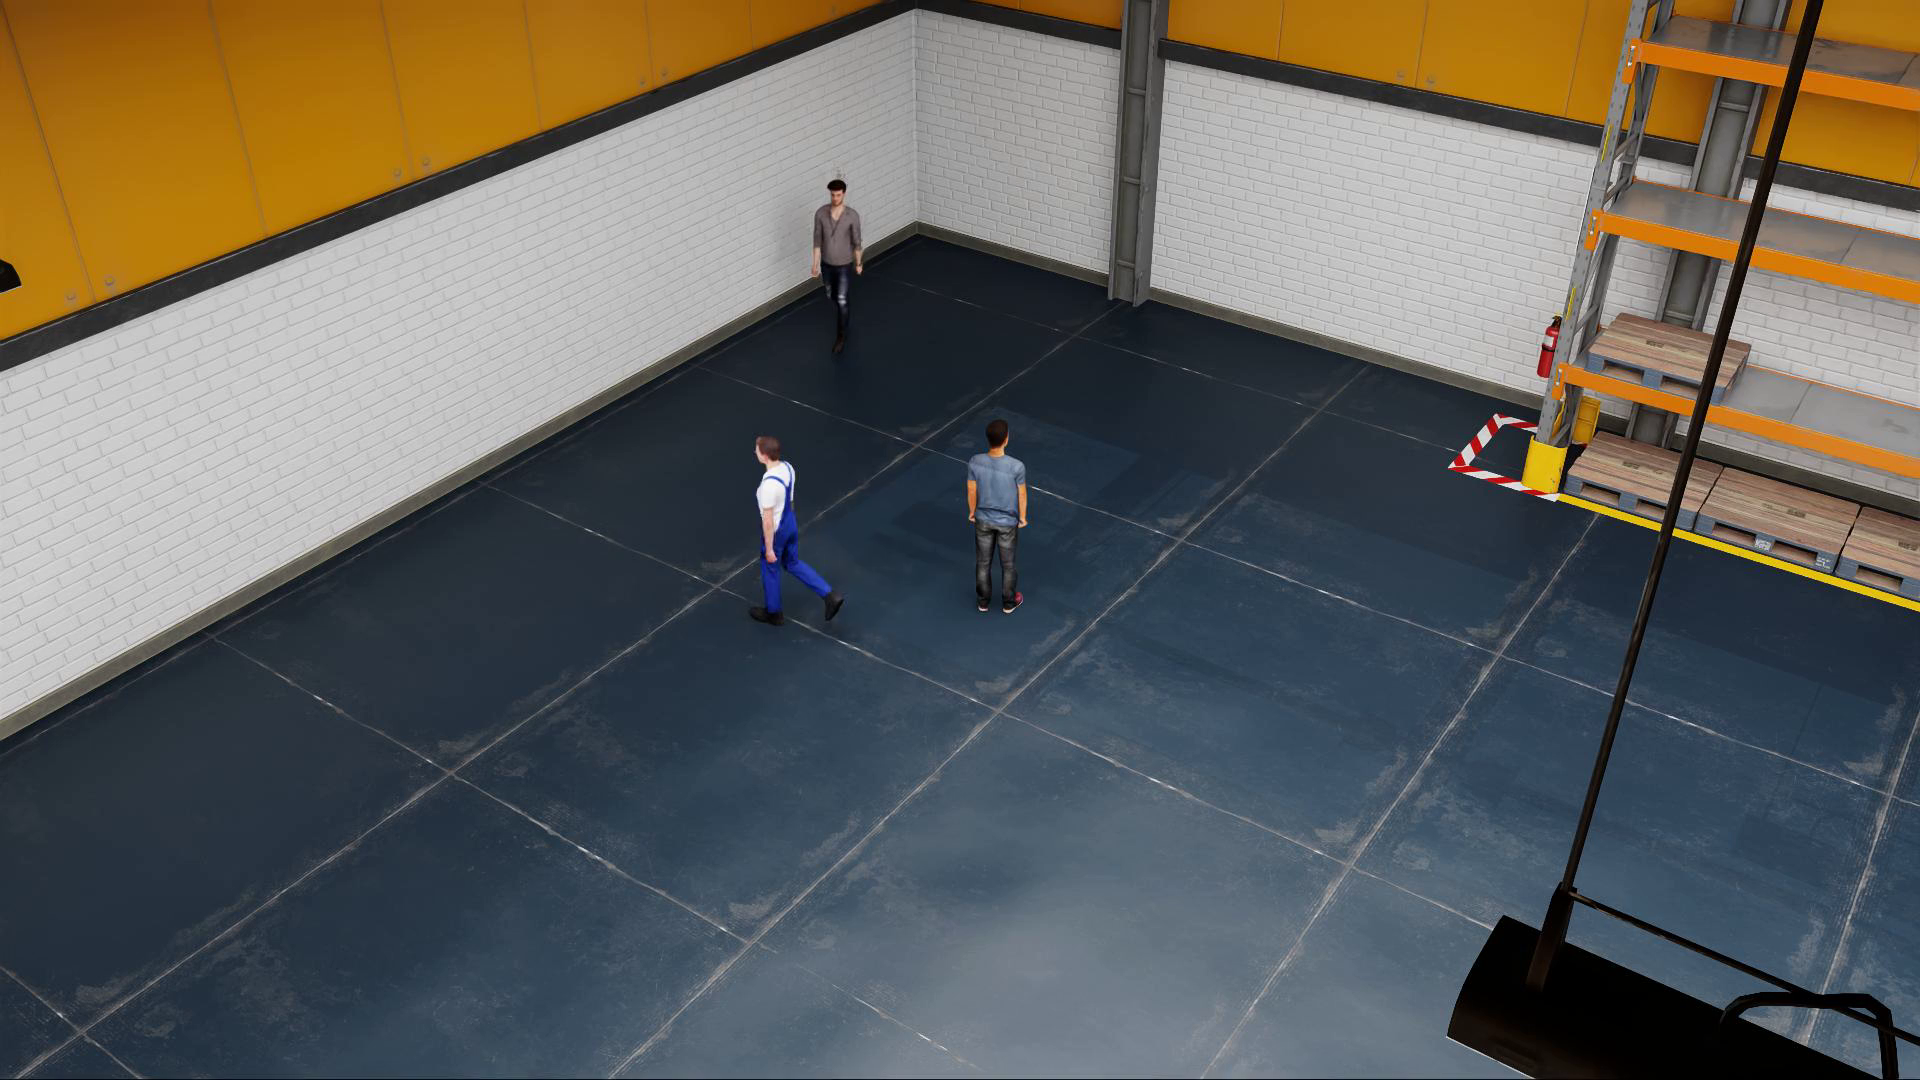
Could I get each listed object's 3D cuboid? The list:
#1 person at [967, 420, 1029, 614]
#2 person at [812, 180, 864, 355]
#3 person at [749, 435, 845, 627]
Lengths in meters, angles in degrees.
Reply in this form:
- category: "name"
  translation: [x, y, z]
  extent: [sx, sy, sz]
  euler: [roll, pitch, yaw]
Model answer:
- category: "person"
  translation: [0.309, -0.185, 13.926]
  extent: [0.627, 1.805, 0.787]
  euler: [7, 34, 10]
- category: "person"
  translation: [-1.323, -3.056, 18.186]
  extent: [1.199, 1.871, 1.003]
  euler: [9, 35, 13]
- category: "person"
  translation: [-1.399, -0.033, 13.669]
  extent: [1.148, 1.836, 0.809]
  euler: [12, 35, 17]
